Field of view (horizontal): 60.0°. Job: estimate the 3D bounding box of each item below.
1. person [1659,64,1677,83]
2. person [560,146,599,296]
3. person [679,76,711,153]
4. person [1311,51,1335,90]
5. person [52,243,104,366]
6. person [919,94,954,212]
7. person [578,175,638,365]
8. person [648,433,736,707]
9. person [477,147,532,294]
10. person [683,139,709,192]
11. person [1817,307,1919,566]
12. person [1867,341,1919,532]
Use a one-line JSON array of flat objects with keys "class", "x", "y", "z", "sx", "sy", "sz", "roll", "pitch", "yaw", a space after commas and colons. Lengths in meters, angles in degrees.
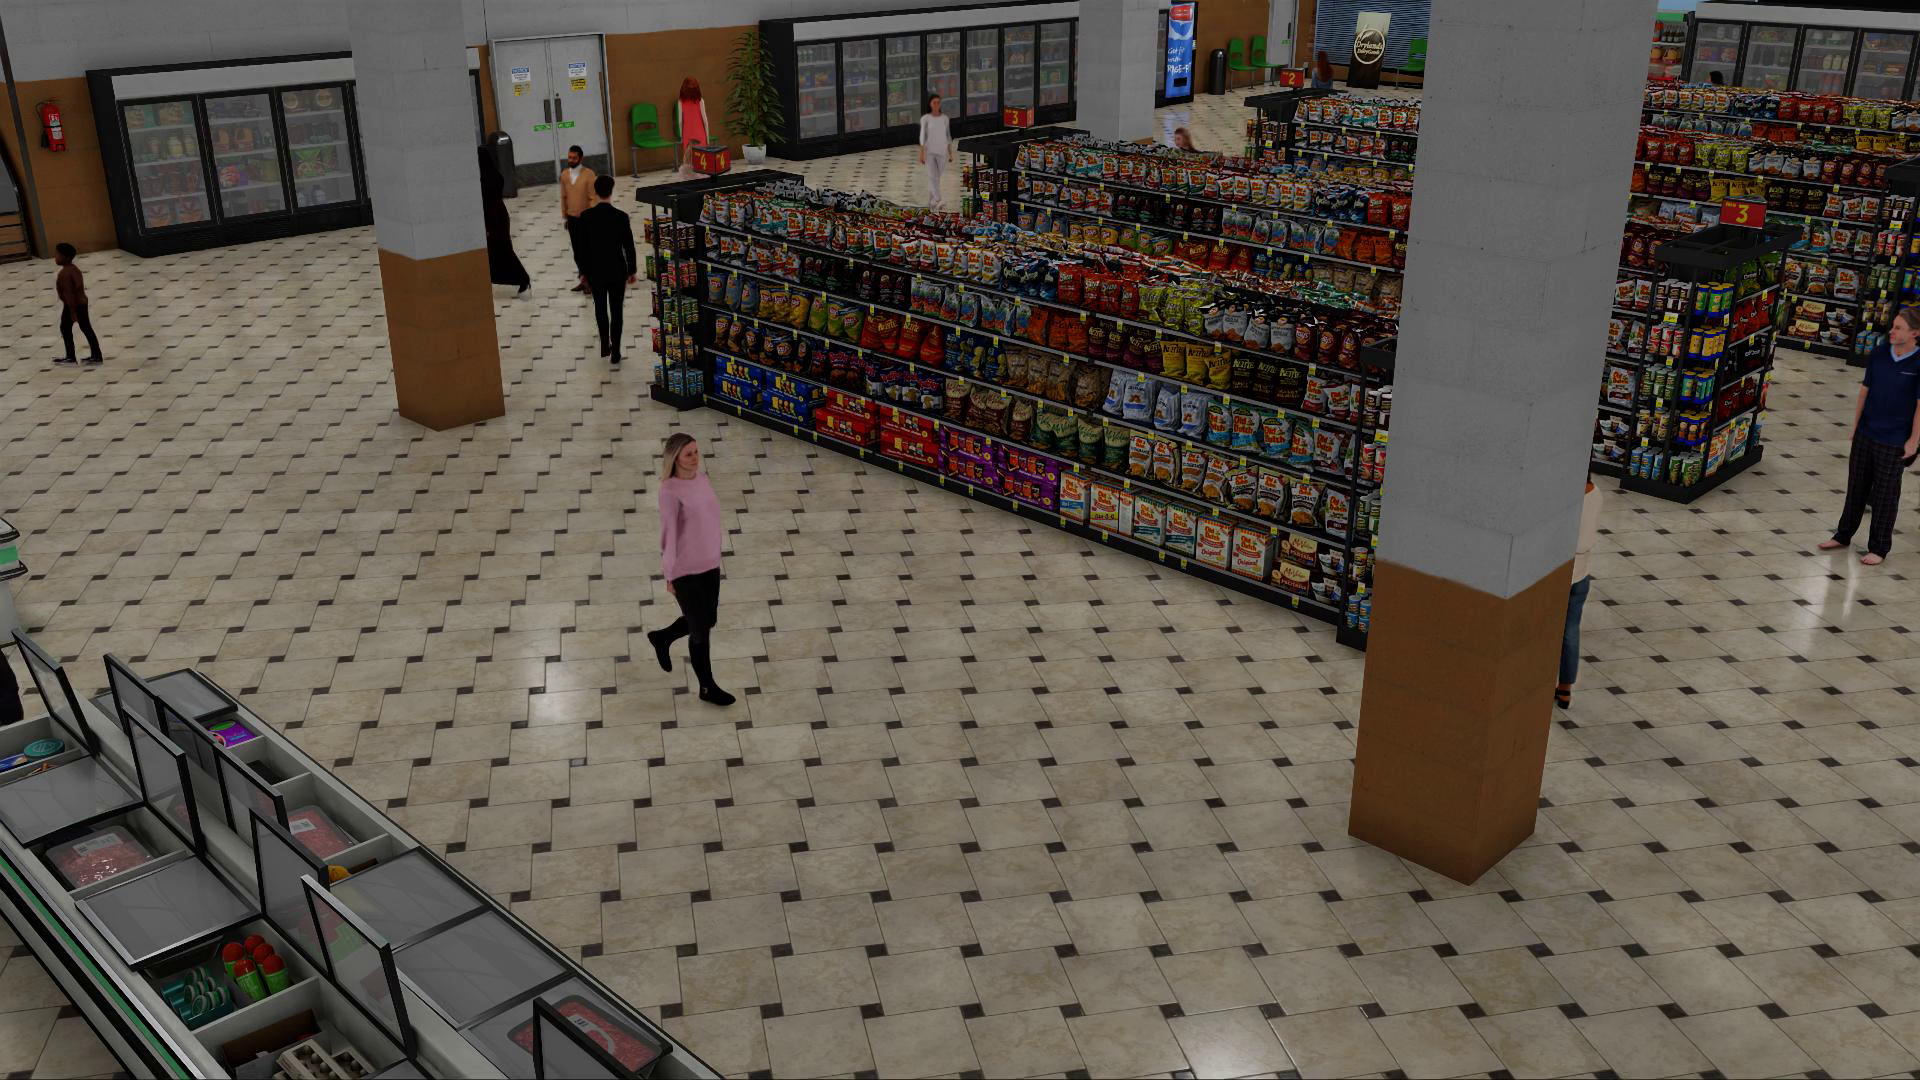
[{"class": "person", "x": 13.480, "y": -8.450, "z": 31.871, "sx": 0.824, "sy": 1.250, "sz": 0.929, "roll": -2, "pitch": 22, "yaw": -5}, {"class": "person", "x": -4.389, "y": -3.760, "z": 19.554, "sx": 0.758, "sy": 1.731, "sz": 0.854, "roll": 11, "pitch": 24, "yaw": 26}, {"class": "person", "x": -4.039, "y": -6.106, "z": 25.262, "sx": 0.637, "sy": 1.828, "sz": 0.718, "roll": 2, "pitch": 22, "yaw": 5}, {"class": "person", "x": 6.537, "y": -7.960, "z": 30.048, "sx": 0.686, "sy": 1.701, "sz": 0.678, "roll": -7, "pitch": 23, "yaw": -16}, {"class": "person", "x": -8.836, "y": -2.360, "z": 16.727, "sx": 0.786, "sy": 1.241, "sz": 0.732, "roll": -2, "pitch": 22, "yaw": -4}, {"class": "person", "x": -0.390, "y": -5.680, "z": 24.438, "sx": 0.882, "sy": 1.653, "sz": 1.113, "roll": -9, "pitch": 24, "yaw": -21}, {"class": "person", "x": -3.539, "y": -2.633, "z": 16.673, "sx": 0.825, "sy": 1.788, "sz": 0.865, "roll": -2, "pitch": 22, "yaw": -5}, {"class": "person", "x": -1.648, "y": 0.162, "z": 9.875, "sx": 0.999, "sy": 1.671, "sz": 0.745, "roll": 13, "pitch": 25, "yaw": 29}, {"class": "person", "x": -5.364, "y": -3.664, "z": 19.334, "sx": 1.158, "sy": 1.716, "sz": 0.913, "roll": 9, "pitch": 24, "yaw": 21}, {"class": "person", "x": -3.163, "y": -3.739, "z": 19.402, "sx": 1.138, "sy": 1.806, "sz": 0.917, "roll": 6, "pitch": 23, "yaw": 15}, {"class": "person", "x": 6.617, "y": -0.759, "z": 11.898, "sx": 0.780, "sy": 1.870, "sz": 0.591, "roll": -12, "pitch": 25, "yaw": -27}, {"class": "person", "x": 7.231, "y": -0.949, "z": 12.487, "sx": 1.127, "sy": 1.783, "sz": 1.272, "roll": -2, "pitch": 22, "yaw": -6}]
